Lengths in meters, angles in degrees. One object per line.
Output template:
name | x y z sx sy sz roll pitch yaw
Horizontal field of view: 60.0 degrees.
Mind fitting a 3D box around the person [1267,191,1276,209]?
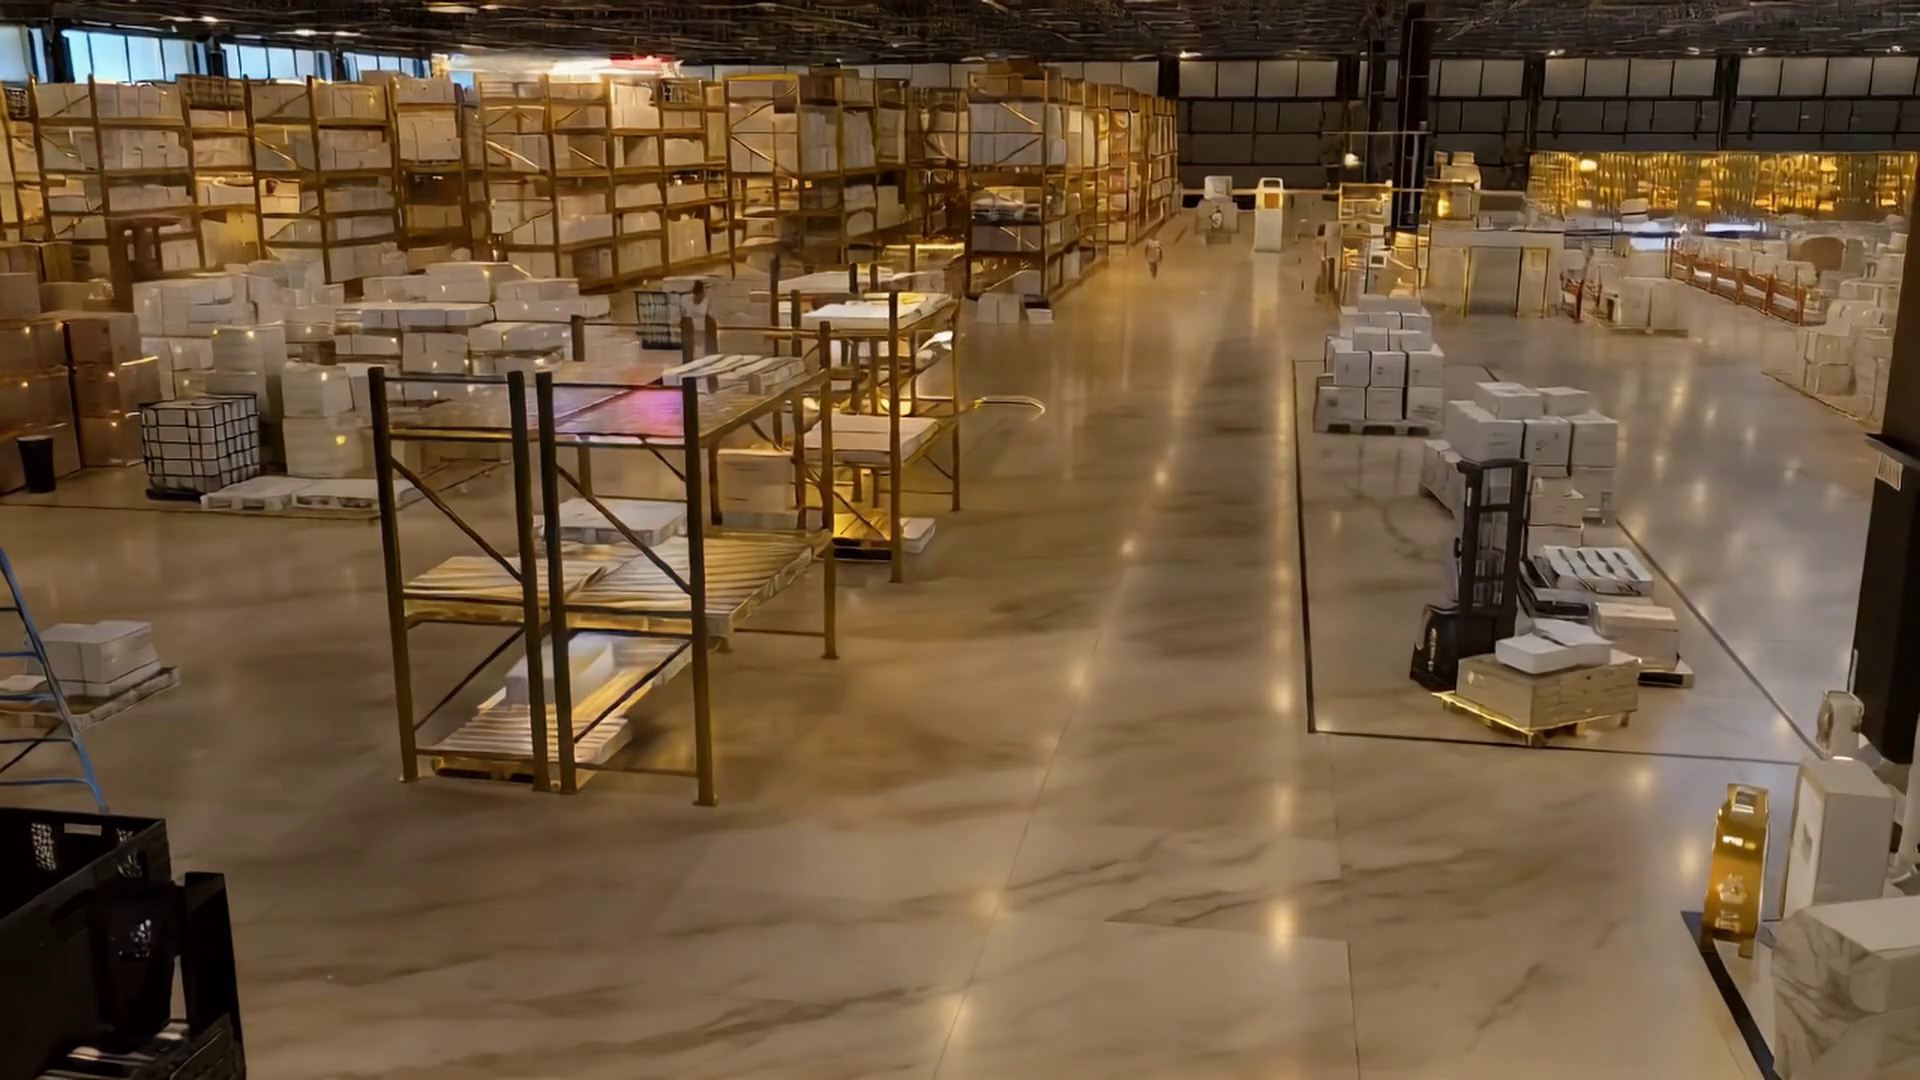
person | 16.382 -17.623 87.105 0.512 1.722 0.636 -13 19 -43

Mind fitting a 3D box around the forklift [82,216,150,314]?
forklift | -17.715 -5.512 35.584 1.873 2.768 1.129 3 14 10

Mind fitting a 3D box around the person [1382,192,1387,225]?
person | 20.222 -15.802 79.536 0.641 1.829 0.575 1 14 3

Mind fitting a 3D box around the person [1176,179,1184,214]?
person | 12.349 -19.242 93.259 0.545 1.942 0.349 11 18 37

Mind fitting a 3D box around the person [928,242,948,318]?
person | -0.549 -6.538 41.818 0.563 1.891 1.018 -4 14 -14

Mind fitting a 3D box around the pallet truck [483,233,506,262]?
pallet truck | -11.832 -7.026 43.548 1.885 1.965 0.823 8 16 28

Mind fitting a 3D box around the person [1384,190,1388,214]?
person | 20.921 -16.287 81.648 0.330 1.751 0.564 7 16 27

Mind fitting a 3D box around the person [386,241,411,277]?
person | -14.130 -6.550 41.805 0.651 1.904 0.401 4 14 17

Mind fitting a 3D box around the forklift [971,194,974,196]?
forklift | 0.771 -10.296 55.005 1.129 2.768 1.873 3 14 10

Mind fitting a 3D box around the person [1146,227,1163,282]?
person | 6.082 -8.931 51.920 0.542 1.682 0.628 4 14 15

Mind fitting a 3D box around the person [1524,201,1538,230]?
person | 22.536 -12.422 65.616 0.617 1.914 0.640 4 14 16

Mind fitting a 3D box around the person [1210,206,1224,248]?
person | 10.333 -12.597 66.899 0.565 1.634 0.886 3 14 14

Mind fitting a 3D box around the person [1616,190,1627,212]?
person | 34.044 -17.266 85.571 0.595 1.779 0.959 3 14 12

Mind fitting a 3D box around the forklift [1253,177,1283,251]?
forklift | 12.083 -12.747 64.956 1.129 2.768 1.873 3 14 10

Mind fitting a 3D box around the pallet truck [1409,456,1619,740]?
pallet truck | 4.504 0.400 13.395 0.823 1.965 1.885 -6 15 -23

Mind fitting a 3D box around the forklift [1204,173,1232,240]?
forklift | 11.158 -14.361 71.512 1.129 2.768 1.873 3 14 10

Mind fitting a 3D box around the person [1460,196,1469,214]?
person | 22.046 -14.181 73.031 0.625 1.793 0.480 11 18 39

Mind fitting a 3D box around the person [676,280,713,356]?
person | -4.979 -3.951 31.300 0.723 1.897 0.552 0 14 2

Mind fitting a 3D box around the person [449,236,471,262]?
person | -12.983 -6.922 43.235 0.625 1.946 0.441 -13 19 -43

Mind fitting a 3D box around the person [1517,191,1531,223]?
person | 25.777 -15.022 76.239 0.685 1.879 0.773 -9 16 -31

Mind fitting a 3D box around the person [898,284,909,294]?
person | -1.243 -4.896 35.549 0.448 1.678 0.549 9 17 33

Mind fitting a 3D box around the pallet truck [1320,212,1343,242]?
pallet truck | 15.874 -13.227 70.310 0.680 1.201 1.601 10 17 35

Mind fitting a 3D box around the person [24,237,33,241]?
person | -26.646 -7.904 47.877 0.576 1.624 0.483 -2 14 -7
